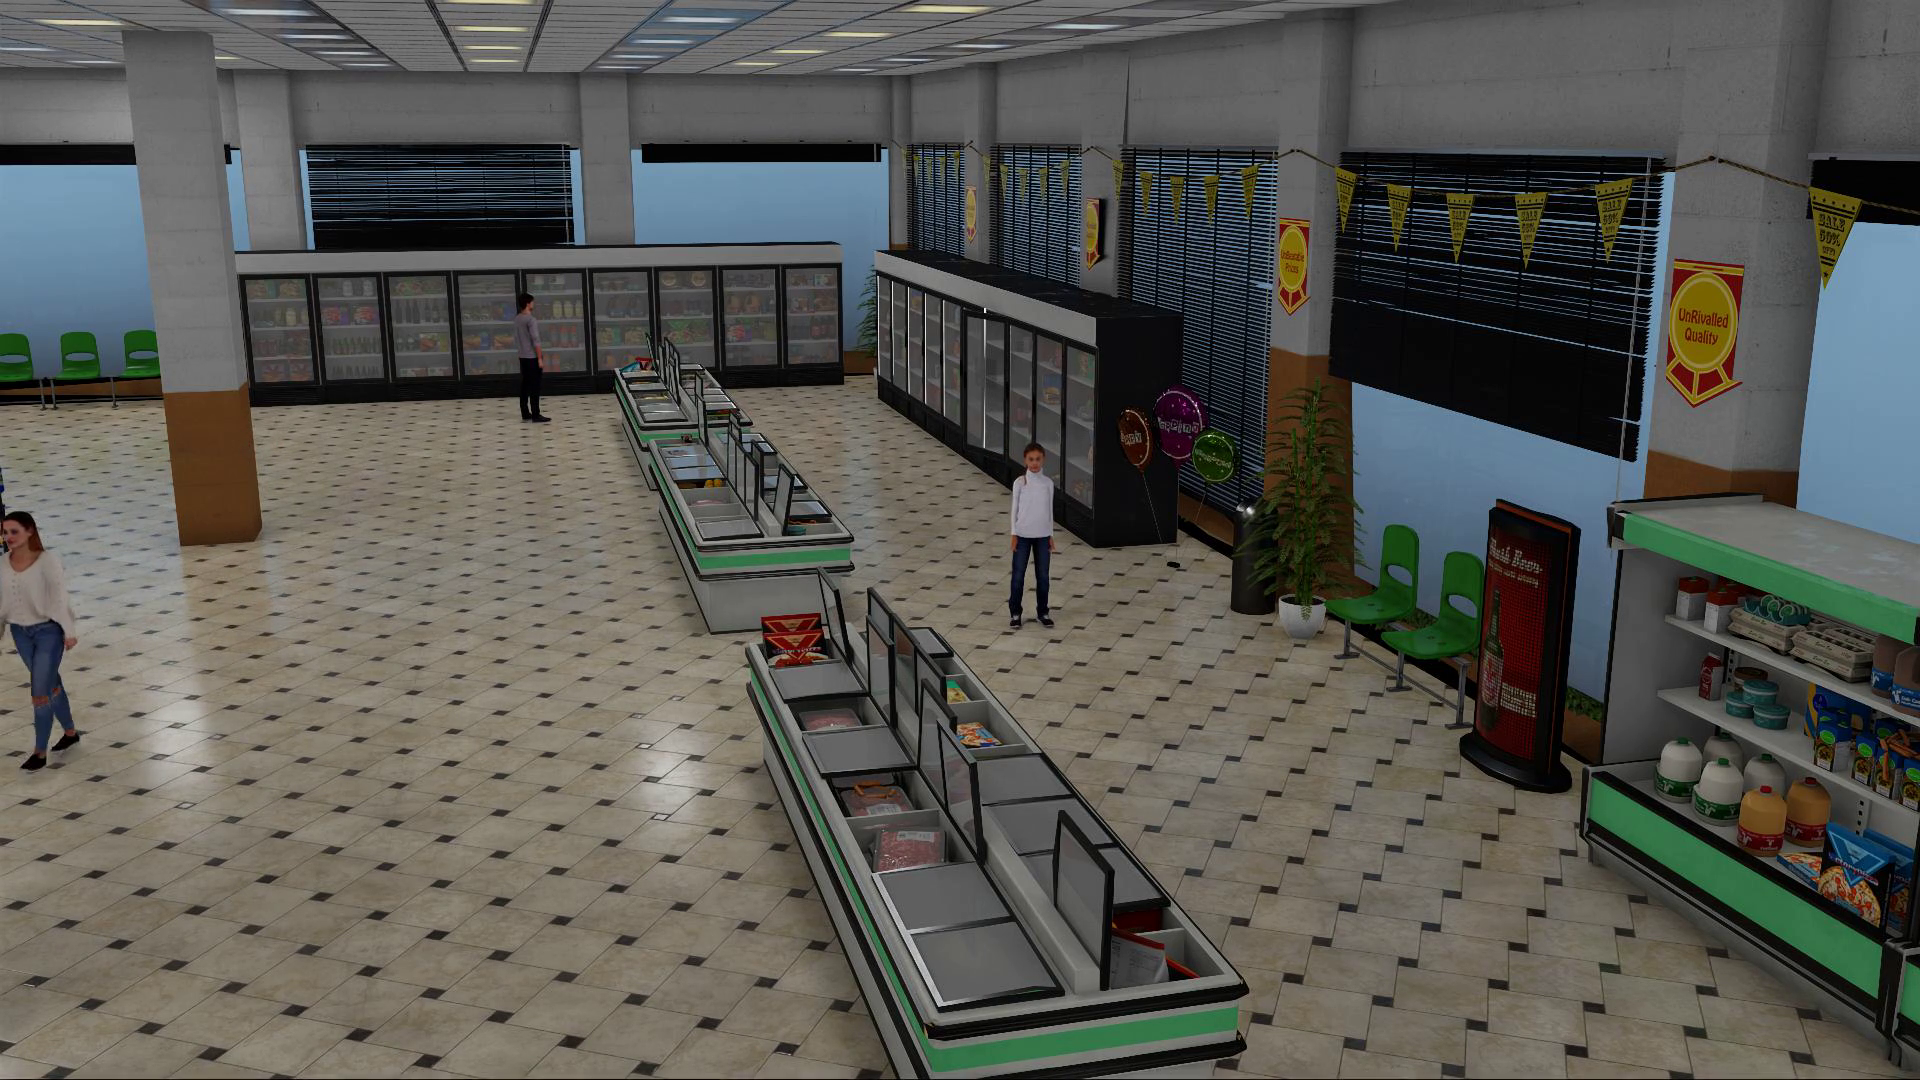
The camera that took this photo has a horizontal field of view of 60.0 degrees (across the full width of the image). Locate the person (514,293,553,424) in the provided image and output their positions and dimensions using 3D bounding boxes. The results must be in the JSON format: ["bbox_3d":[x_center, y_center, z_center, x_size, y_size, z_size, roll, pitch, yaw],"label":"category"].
[{"bbox_3d":[-6.183,-2.619,23.876,0.674,1.844,0.799,13,19,42],"label":"person"}]

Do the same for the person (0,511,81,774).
[{"bbox_3d":[-5.973,0.628,10.873,0.835,1.663,1.017,1,14,5],"label":"person"}]

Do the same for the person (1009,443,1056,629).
[{"bbox_3d":[0.605,-0.047,13.878,0.556,1.558,0.554,-2,14,-7],"label":"person"}]
